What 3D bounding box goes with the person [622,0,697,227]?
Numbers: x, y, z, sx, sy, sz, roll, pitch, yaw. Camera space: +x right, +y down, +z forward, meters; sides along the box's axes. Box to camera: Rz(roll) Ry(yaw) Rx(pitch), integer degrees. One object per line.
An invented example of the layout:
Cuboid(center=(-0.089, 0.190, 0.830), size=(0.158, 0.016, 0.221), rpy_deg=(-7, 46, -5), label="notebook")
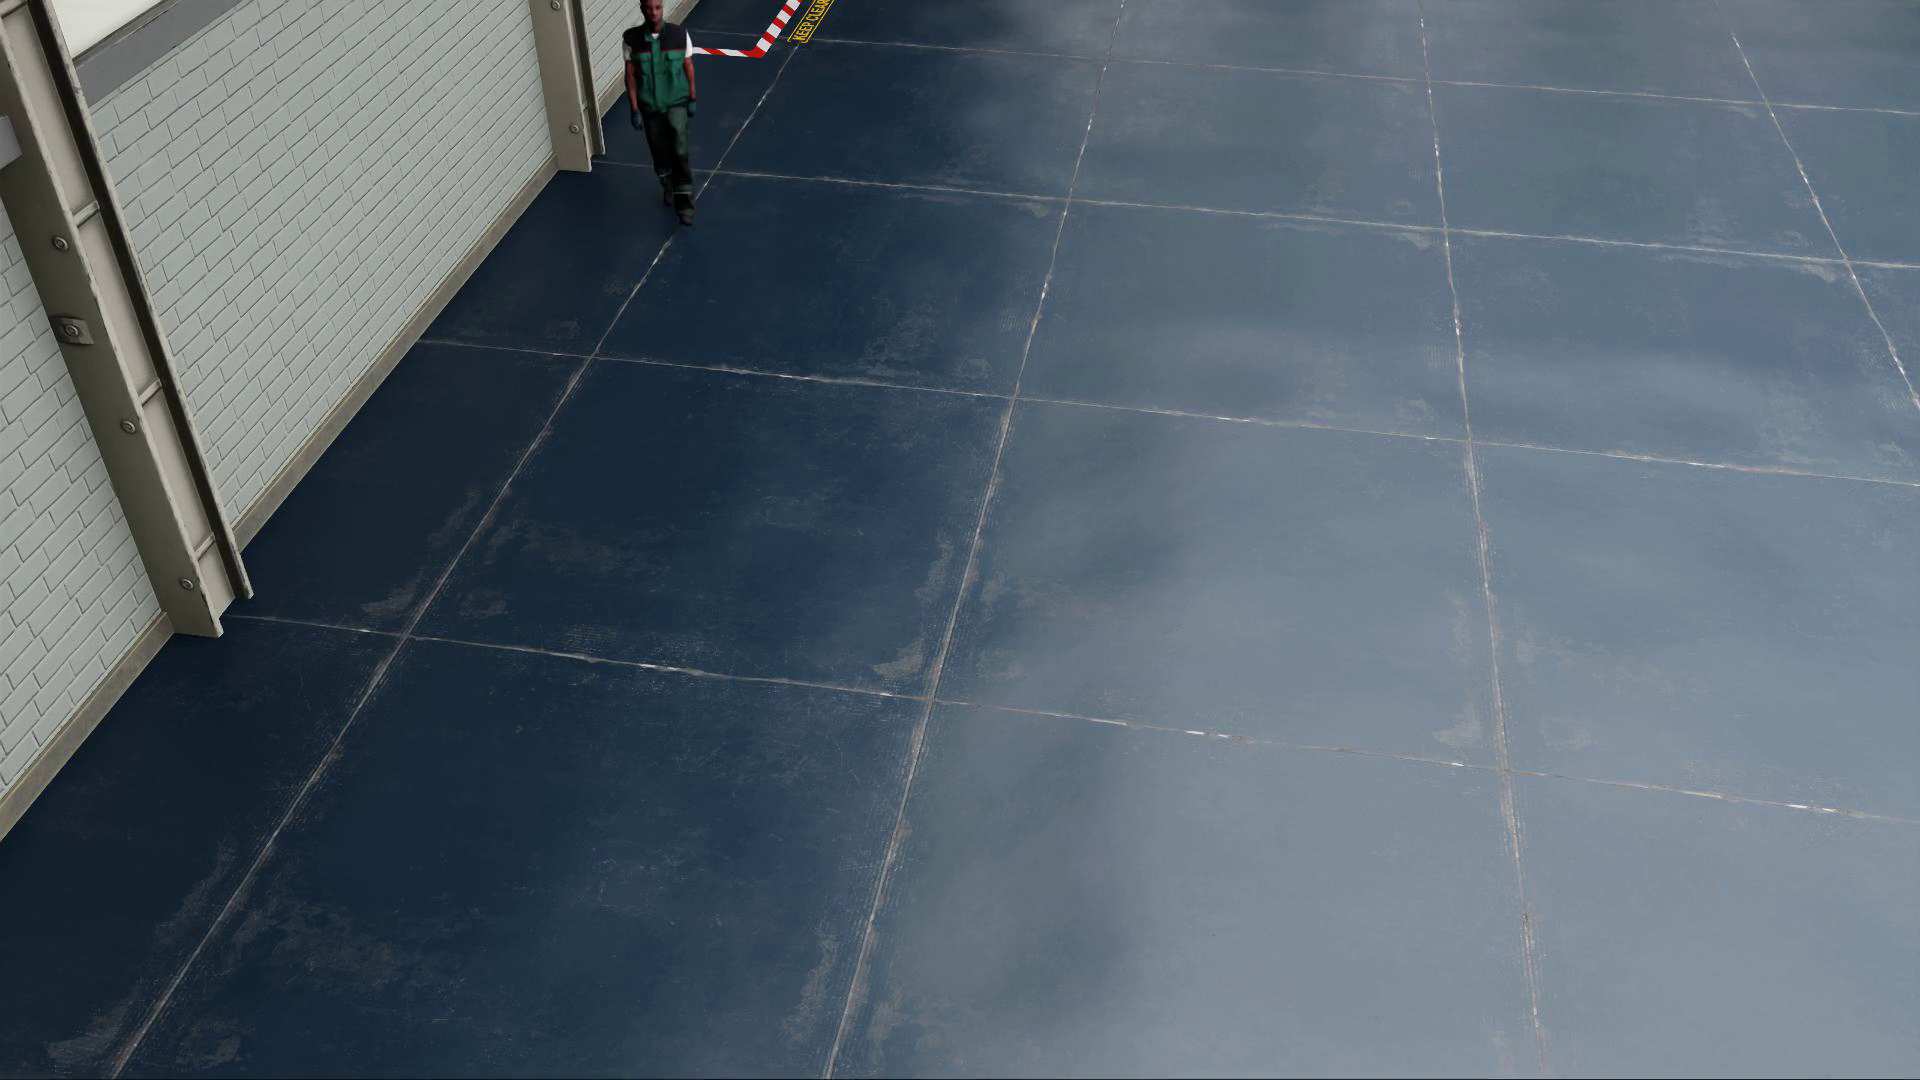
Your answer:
Cuboid(center=(-2.307, -3.380, 12.879), size=(0.907, 1.790, 1.213), rpy_deg=(-4, 38, -5), label="person")
